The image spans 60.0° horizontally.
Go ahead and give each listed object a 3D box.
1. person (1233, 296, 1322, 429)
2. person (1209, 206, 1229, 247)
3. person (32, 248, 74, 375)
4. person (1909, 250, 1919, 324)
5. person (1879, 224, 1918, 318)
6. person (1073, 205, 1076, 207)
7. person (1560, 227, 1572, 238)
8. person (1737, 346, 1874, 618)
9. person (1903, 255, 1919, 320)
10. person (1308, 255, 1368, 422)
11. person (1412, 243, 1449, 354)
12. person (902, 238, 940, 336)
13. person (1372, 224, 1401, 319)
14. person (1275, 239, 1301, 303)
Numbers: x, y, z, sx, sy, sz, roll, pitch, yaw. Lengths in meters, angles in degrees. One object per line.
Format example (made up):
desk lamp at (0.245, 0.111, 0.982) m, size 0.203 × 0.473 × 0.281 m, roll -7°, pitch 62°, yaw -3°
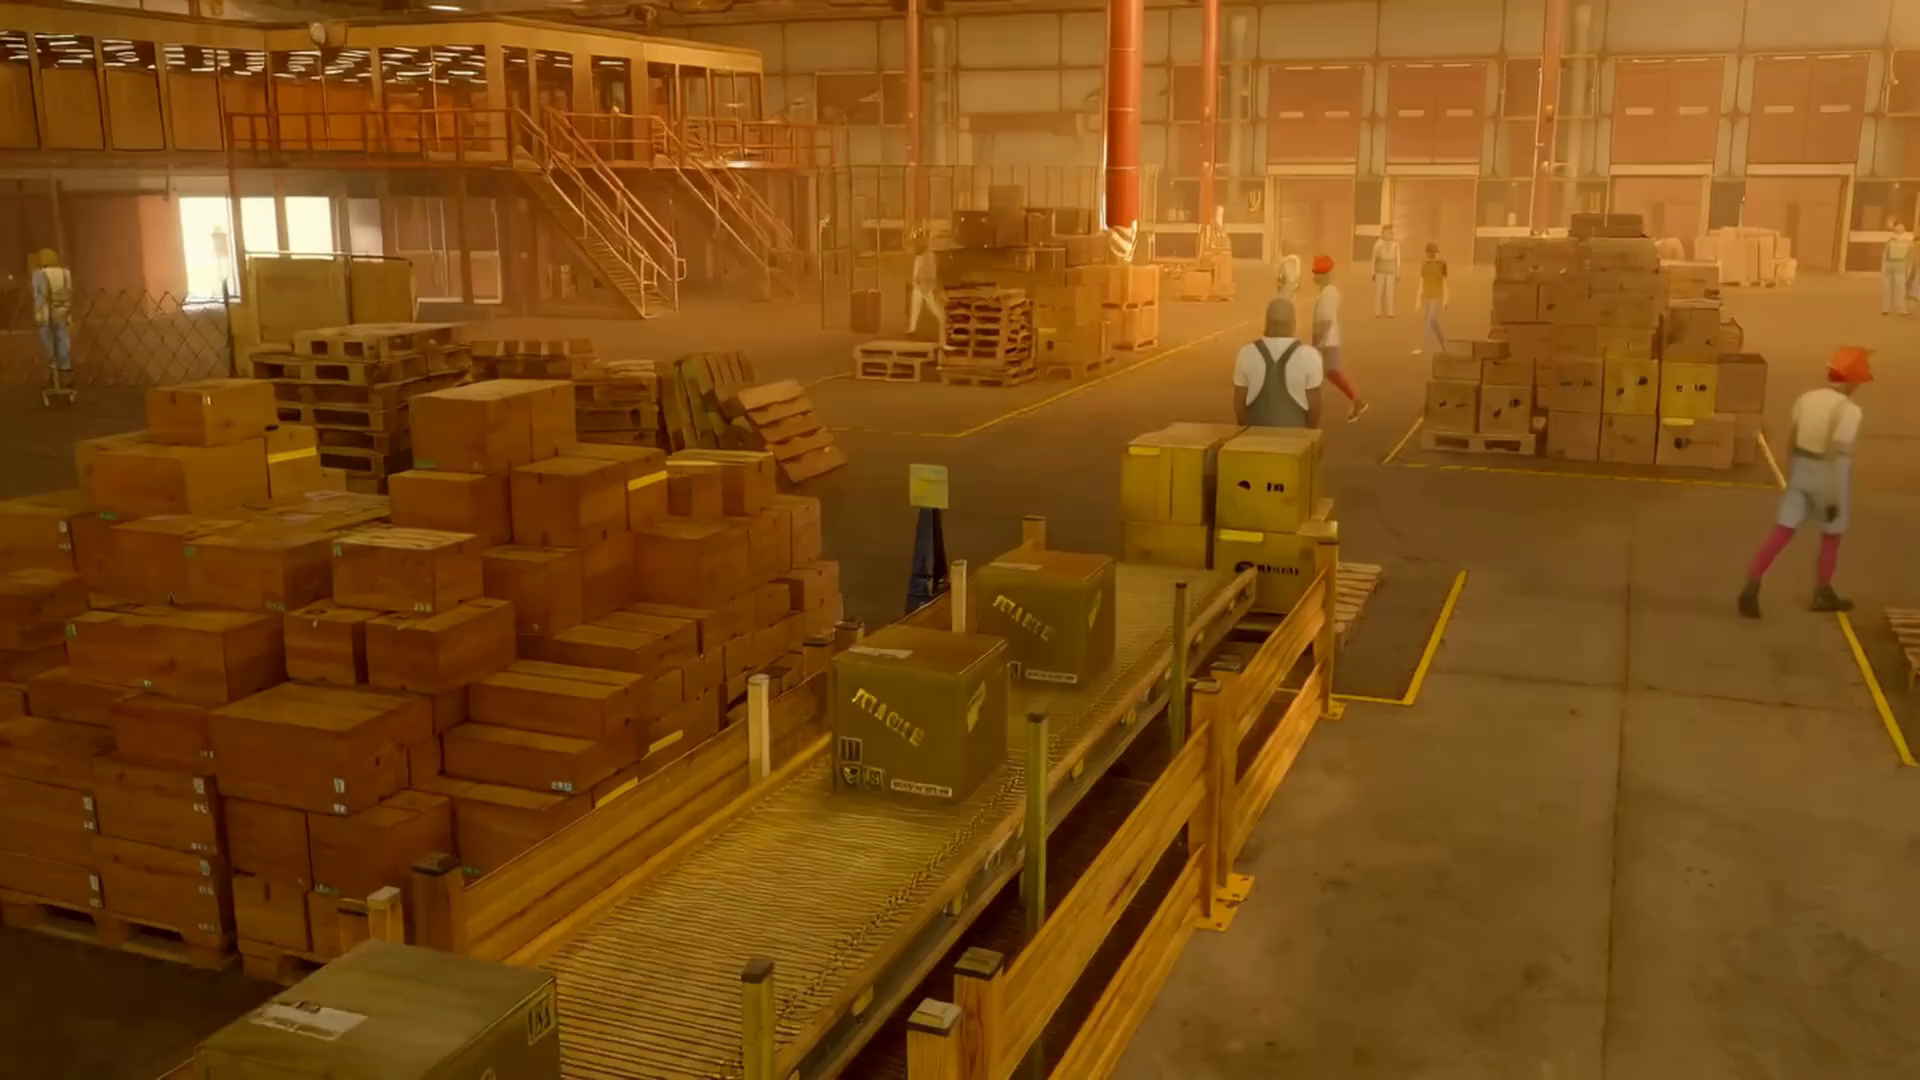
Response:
person at (2.522, -0.910, 13.169) m, size 0.689 × 2.000 × 0.539 m, roll 4°, pitch 13°, yaw 18°
person at (7.709, -8.939, 49.437) m, size 0.608 × 1.933 × 0.429 m, roll -6°, pitch 14°, yaw -27°
person at (-13.403, -3.369, 24.578) m, size 0.531 × 1.867 × 0.616 m, roll 8°, pitch 15°, yaw 34°
person at (18.968, -5.218, 32.630) m, size 0.438 × 1.975 × 0.648 m, roll -2°, pitch 13°, yaw -10°
person at (19.306, -5.527, 34.189) m, size 0.619 × 1.900 × 0.483 m, roll 10°, pitch 16°, yaw 38°
person at (3.469, -9.364, 51.343) m, size 0.458 × 1.922 × 0.561 m, roll -3°, pitch 13°, yaw -13°
person at (11.614, -5.065, 32.064) m, size 0.432 × 1.926 × 0.653 m, roll -2°, pitch 13°, yaw -9°
person at (5.693, -0.377, 11.159) m, size 0.970 × 1.881 × 0.578 m, roll -5°, pitch 13°, yaw -20°
person at (19.423, -5.230, 33.413) m, size 0.539 × 1.647 × 0.853 m, roll -2°, pitch 13°, yaw -9°
person at (4.434, -2.393, 19.905) m, size 0.973 × 2.015 × 0.614 m, roll 0°, pitch 13°, yaw -2°
person at (7.887, -4.019, 27.628) m, size 0.989 × 1.827 × 0.513 m, roll -9°, pitch 15°, yaw -34°
person at (-0.569, -4.606, 30.310) m, size 0.922 × 1.806 × 0.629 m, roll -6°, pitch 14°, yaw -25°
person at (8.642, -5.443, 33.756) m, size 0.587 × 1.928 × 0.363 m, roll 6°, pitch 14°, yaw 23°
person at (5.583, -4.195, 28.366) m, size 0.429 × 1.843 × 0.639 m, roll 4°, pitch 13°, yaw 18°
